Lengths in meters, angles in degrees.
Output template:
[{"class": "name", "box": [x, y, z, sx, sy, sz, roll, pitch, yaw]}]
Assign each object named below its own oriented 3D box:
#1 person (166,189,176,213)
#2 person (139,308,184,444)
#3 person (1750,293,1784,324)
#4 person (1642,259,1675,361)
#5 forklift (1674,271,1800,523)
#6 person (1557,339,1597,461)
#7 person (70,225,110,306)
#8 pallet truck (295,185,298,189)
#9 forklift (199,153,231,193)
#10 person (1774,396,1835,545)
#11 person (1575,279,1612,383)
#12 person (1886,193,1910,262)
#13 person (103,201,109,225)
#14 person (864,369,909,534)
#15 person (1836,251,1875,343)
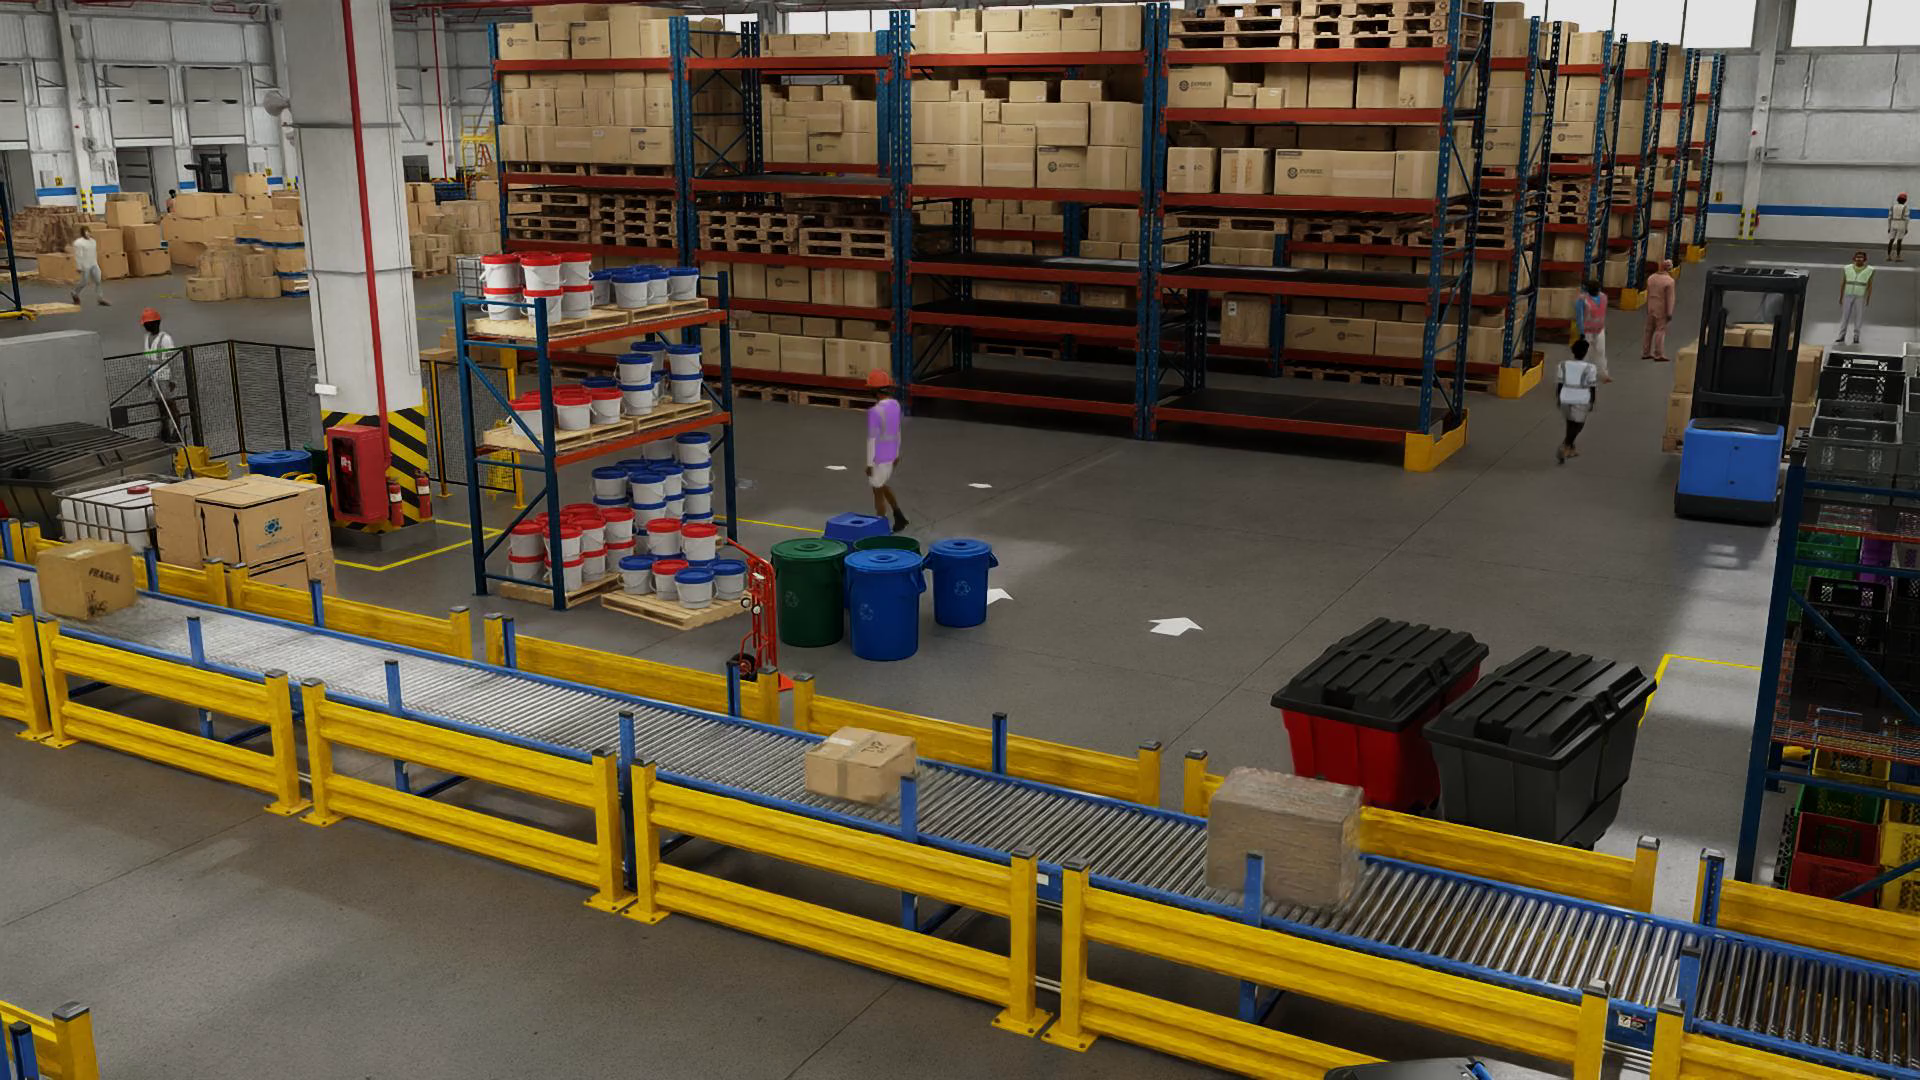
[{"class": "person", "box": [-27.629, -11.479, 58.518, 0.320, 1.695, 0.538, 11, 18, 34]}, {"class": "person", "box": [-11.388, -2.330, 23.665, 0.551, 1.934, 0.373, 9, 17, 30]}, {"class": "person", "box": [14.682, -3.922, 30.268, 0.429, 1.618, 0.533, 0, 15, -2]}, {"class": "person", "box": [13.120, -4.296, 31.136, 0.399, 1.900, 0.645, -6, 16, -22]}, {"class": "forklift", "box": [9.269, -1.763, 19.726, 1.129, 2.768, 1.873, 8, 17, 27]}, {"class": "person", "box": [8.302, -1.889, 22.508, 0.740, 1.671, 0.540, -14, 20, -43]}, {"class": "person", "box": [-20.740, -6.505, 39.435, 0.891, 1.911, 0.627, 4, 16, 16]}, {"class": "pallet truck", "box": [-26.804, -14.617, 69.738, 1.885, 1.965, 0.823, -14, 20, -42]}, {"class": "forklift", "box": [-27.440, -12.865, 61.464, 1.873, 2.768, 1.129, 8, 17, 28]}, {"class": "person", "box": [9.270, -0.758, 18.119, 0.728, 1.734, 0.542, 7, 16, 25]}, {"class": "person", "box": [10.981, -3.594, 28.716, 0.697, 1.785, 0.866, -4, 15, -16]}, {"class": "person", "box": [28.282, -9.423, 50.131, 0.375, 2.042, 0.608, -11, 18, -35]}, {"class": "person", "box": [-24.832, -8.973, 48.746, 0.644, 1.891, 1.005, 8, 17, 28]}, {"class": "person", "box": [-0.868, -0.936, 18.439, 0.423, 1.928, 0.563, 9, 17, 30]}, {"class": "person", "box": [18.046, -4.906, 33.522, 0.568, 1.845, 0.386, 11, 18, 35]}]
